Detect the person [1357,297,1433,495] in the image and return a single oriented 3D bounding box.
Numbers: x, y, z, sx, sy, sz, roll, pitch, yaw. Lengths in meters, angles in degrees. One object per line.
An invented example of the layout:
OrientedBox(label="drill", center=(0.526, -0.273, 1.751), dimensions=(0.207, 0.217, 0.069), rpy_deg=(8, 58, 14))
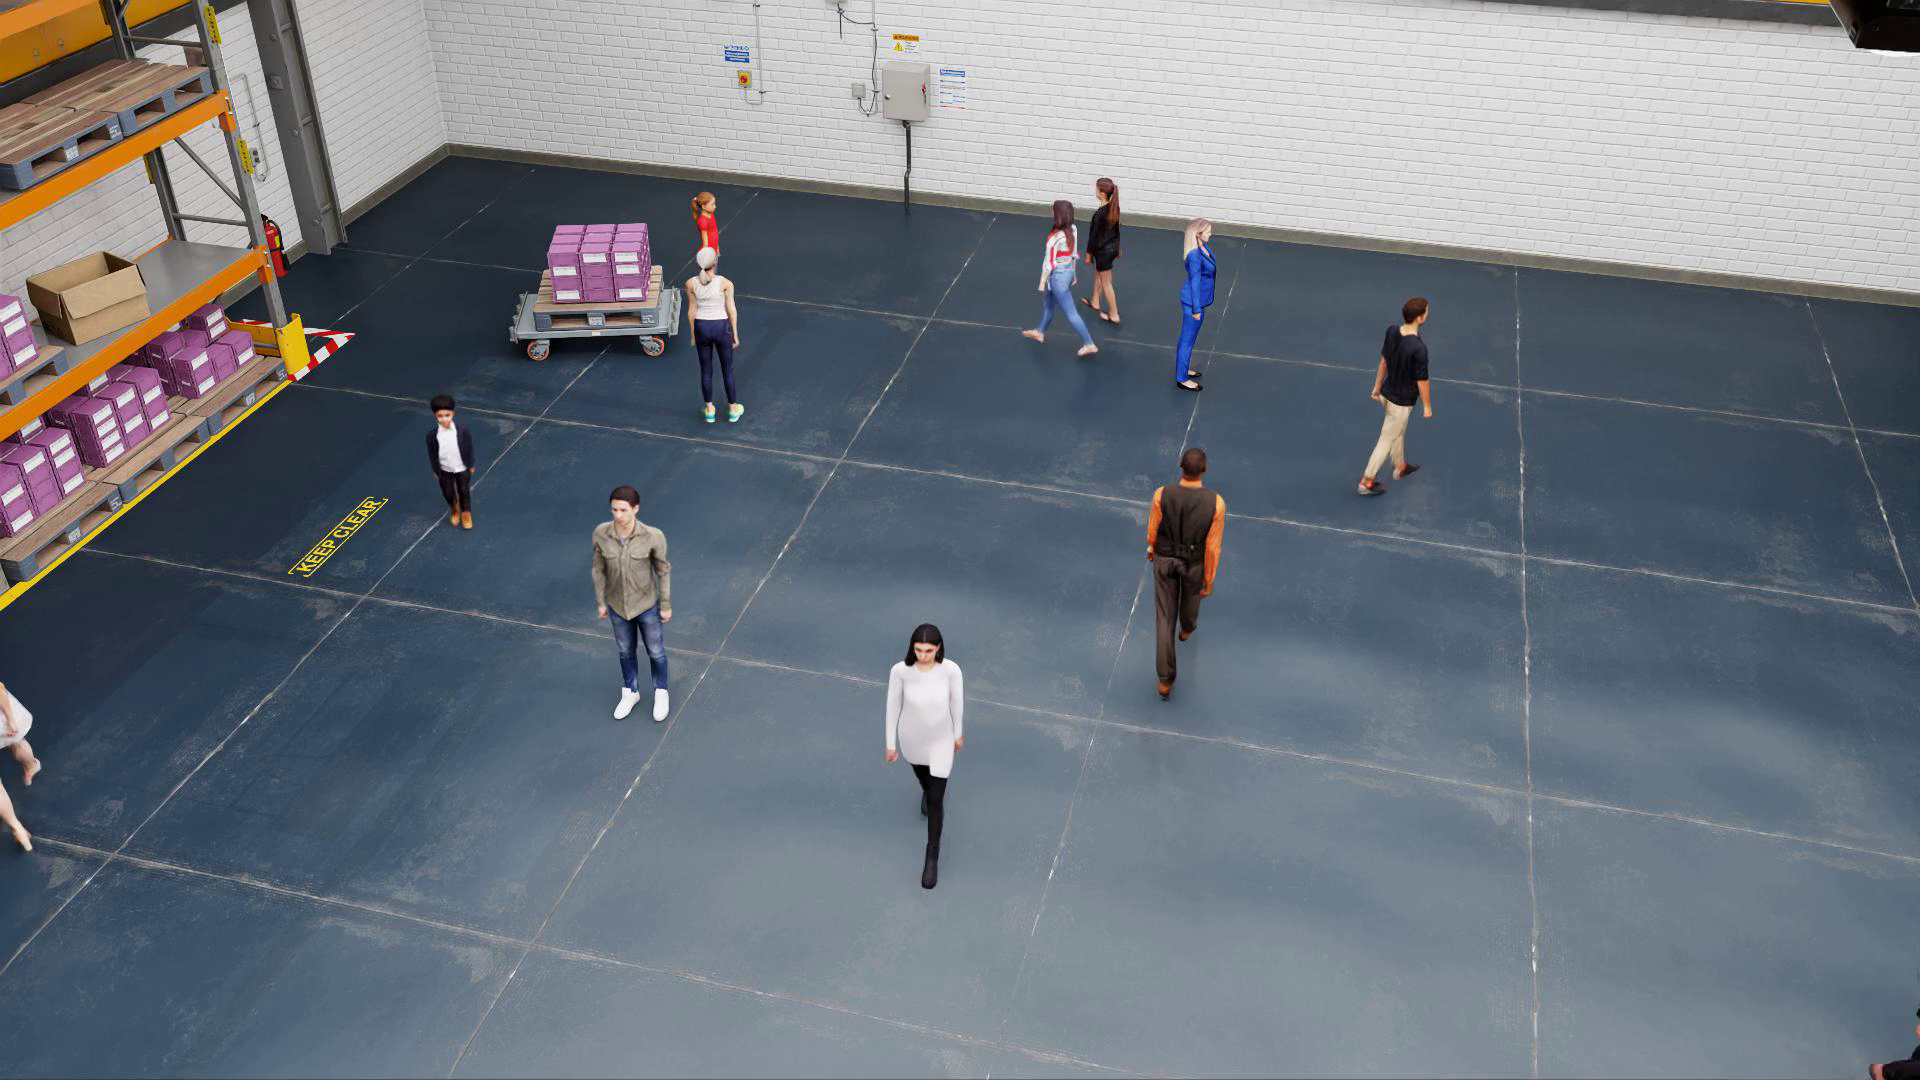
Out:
OrientedBox(label="person", center=(3.630, -1.178, 14.080), dimensions=(1.021, 1.830, 0.996), rpy_deg=(-13, 36, -18))

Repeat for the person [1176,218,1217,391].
OrientedBox(label="person", center=(2.212, -2.261, 15.825), dimensions=(0.704, 1.700, 0.524), rpy_deg=(4, 34, 6))

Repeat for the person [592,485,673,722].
OrientedBox(label="person", center=(-2.268, 0.423, 11.639), dimensions=(0.729, 1.864, 0.629), rpy_deg=(4, 34, 7))

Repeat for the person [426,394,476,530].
OrientedBox(label="person", center=(-4.239, -0.679, 13.878), dimensions=(0.601, 1.221, 0.644), rpy_deg=(-10, 35, -14))

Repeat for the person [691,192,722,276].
OrientedBox(label="person", center=(-2.621, -2.994, 17.283), dimensions=(0.523, 1.308, 0.418), rpy_deg=(8, 34, 11))

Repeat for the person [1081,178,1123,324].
OrientedBox(label="person", center=(1.546, -2.935, 16.986), dimensions=(0.831, 1.537, 0.847), rpy_deg=(28, 42, 35))

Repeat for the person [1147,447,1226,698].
OrientedBox(label="person", center=(1.562, 0.254, 11.899), dimensions=(0.783, 1.858, 1.255), rpy_deg=(5, 34, 7))

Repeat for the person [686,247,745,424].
OrientedBox(label="person", center=(-2.262, -1.880, 15.252), dimensions=(0.649, 1.701, 0.613), rpy_deg=(0, 34, 0))

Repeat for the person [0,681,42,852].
OrientedBox(label="person", center=(-6.196, 1.236, 10.530), dimensions=(1.063, 1.739, 1.180), rpy_deg=(-14, 36, -21))

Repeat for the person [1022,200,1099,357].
OrientedBox(label="person", center=(1.072, -2.538, 16.359), dimensions=(0.906, 1.571, 1.127), rpy_deg=(20, 39, 27))

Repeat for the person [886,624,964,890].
OrientedBox(label="person", center=(-0.197, 1.215, 10.540), dimensions=(0.763, 1.763, 1.216), rpy_deg=(3, 34, 5))
